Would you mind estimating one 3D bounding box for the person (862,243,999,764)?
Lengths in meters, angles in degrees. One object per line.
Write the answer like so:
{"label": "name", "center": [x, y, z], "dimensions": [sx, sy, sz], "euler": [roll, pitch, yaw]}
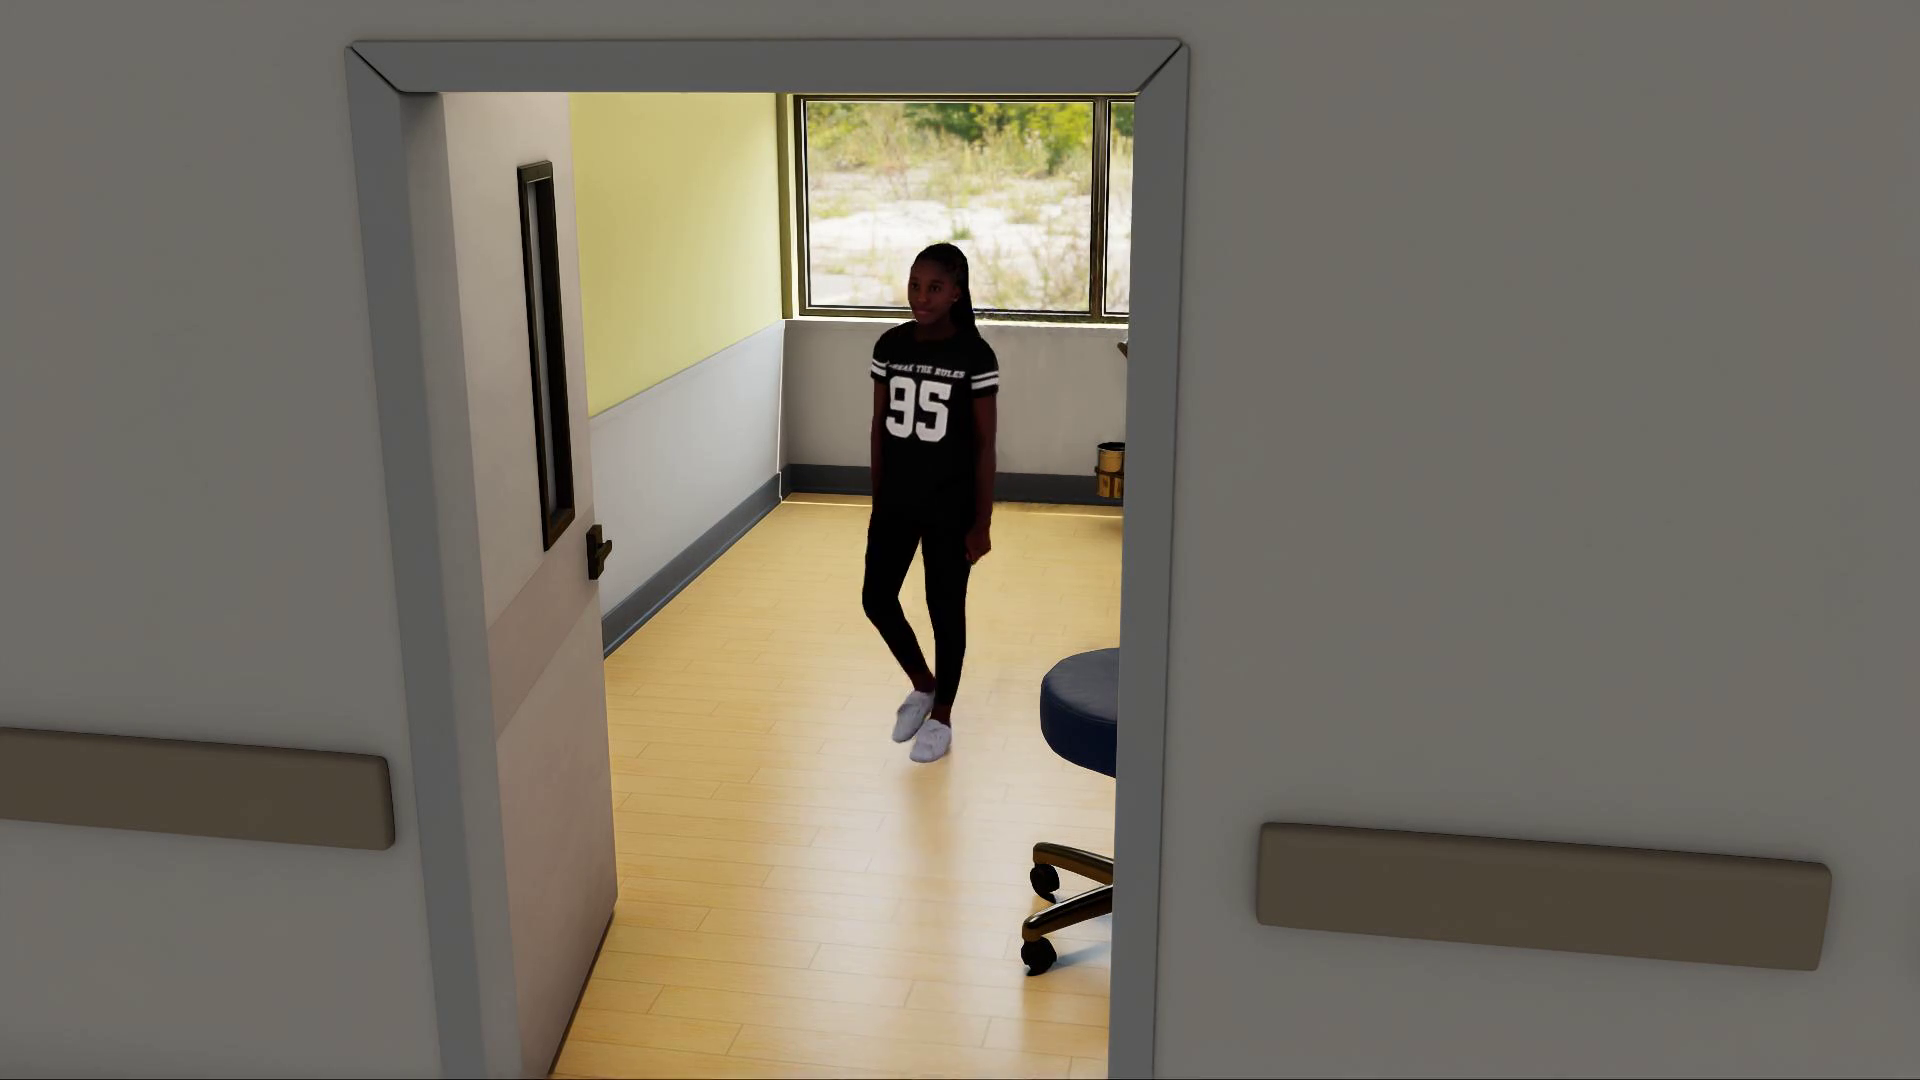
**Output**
{"label": "person", "center": [-0.063, -0.123, 5.565], "dimensions": [0.637, 1.723, 0.756], "euler": [7, 17, 23]}
